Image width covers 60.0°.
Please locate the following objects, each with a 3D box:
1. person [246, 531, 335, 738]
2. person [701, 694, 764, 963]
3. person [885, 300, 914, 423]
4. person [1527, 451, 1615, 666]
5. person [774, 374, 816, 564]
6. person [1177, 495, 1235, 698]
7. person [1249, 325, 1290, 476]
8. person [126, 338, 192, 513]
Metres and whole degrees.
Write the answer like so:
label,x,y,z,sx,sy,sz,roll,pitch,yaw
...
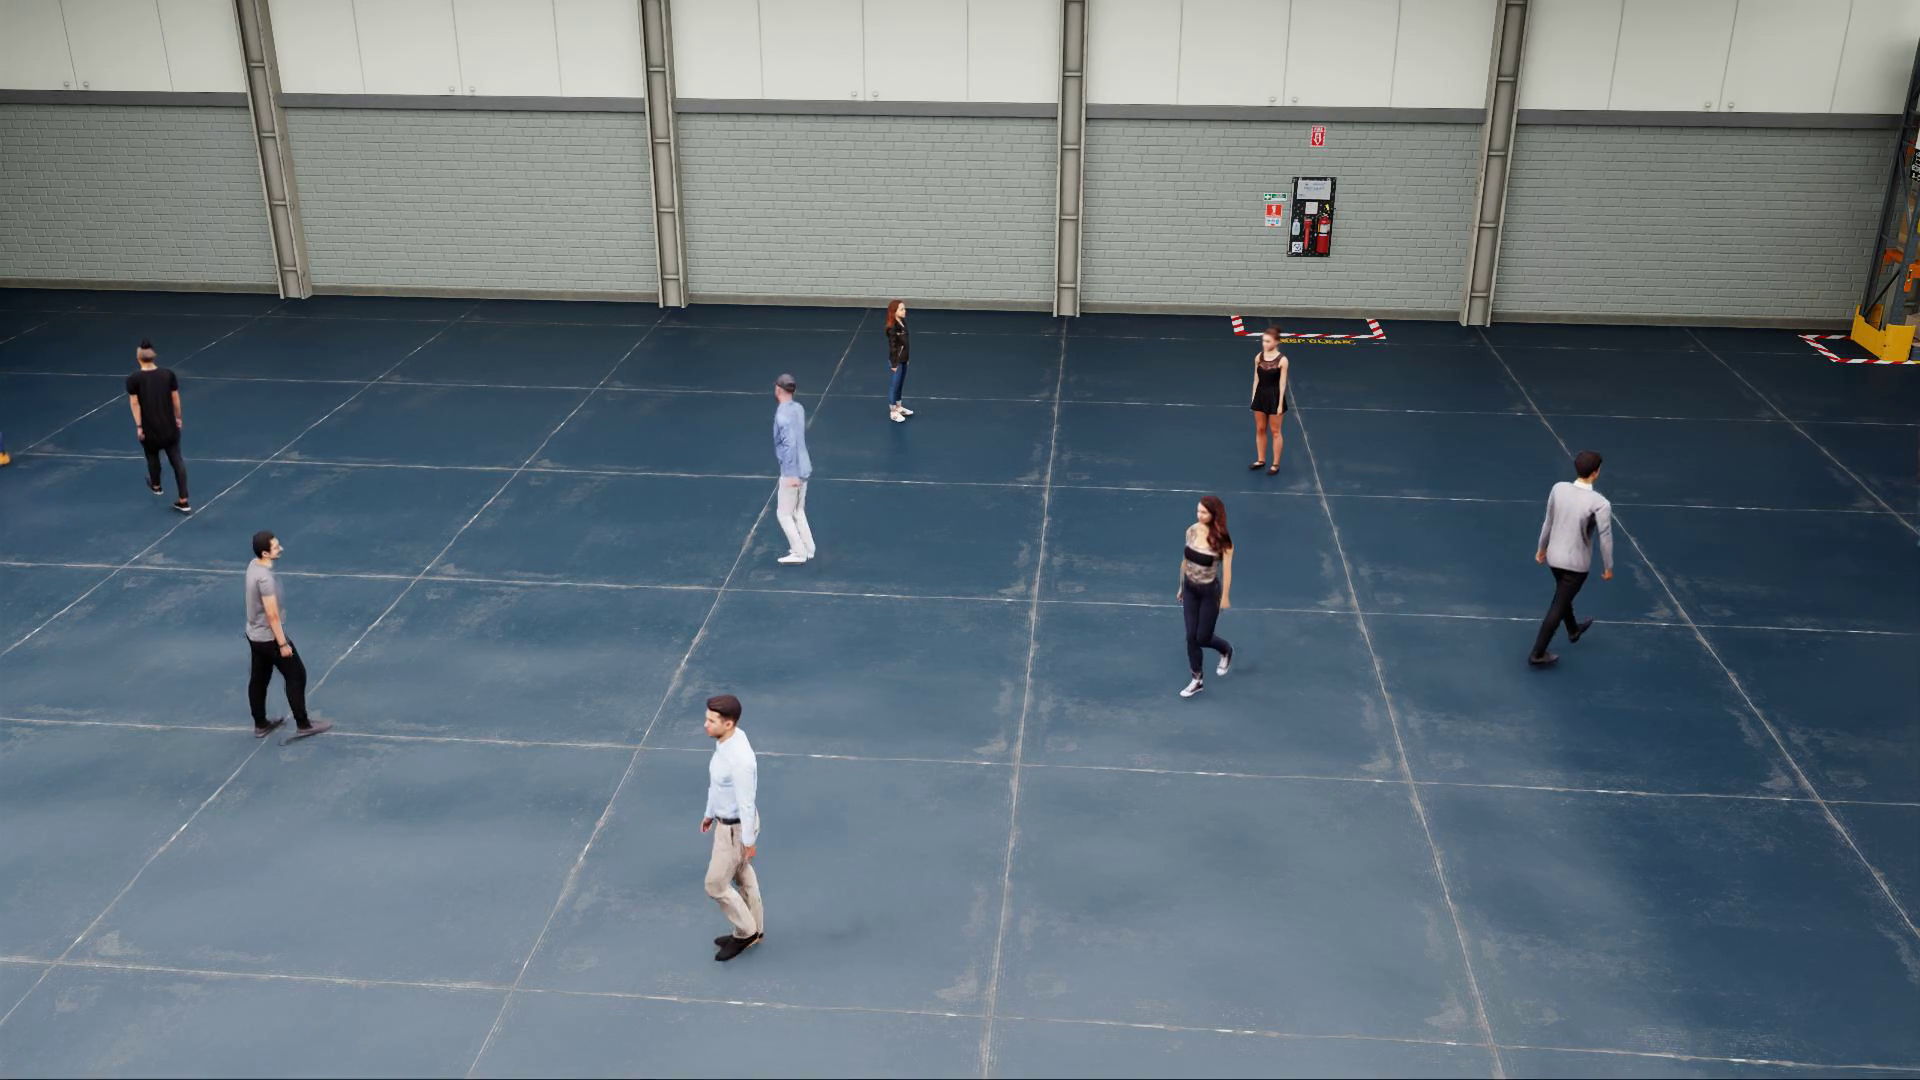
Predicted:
label,x,y,z,sx,sy,sz,roll,pitch,yaw
person,-5.445,0.758,12.992,0.921,1.736,0.859,-21,31,-40
person,-1.336,1.779,10.463,0.732,1.836,0.726,-7,24,-15
person,-0.762,-2.208,20.289,0.584,1.483,0.608,8,24,18
person,5.114,0.200,14.133,1.327,1.870,1.180,-13,26,-28
person,-1.578,-0.660,16.181,0.746,1.850,0.784,2,23,5
person,2.055,0.438,13.719,0.928,1.755,0.882,-21,31,-40
person,3.458,-1.570,18.538,0.672,1.680,0.751,20,30,38
person,-8.346,-1.170,17.423,1.250,1.816,1.154,21,31,40
